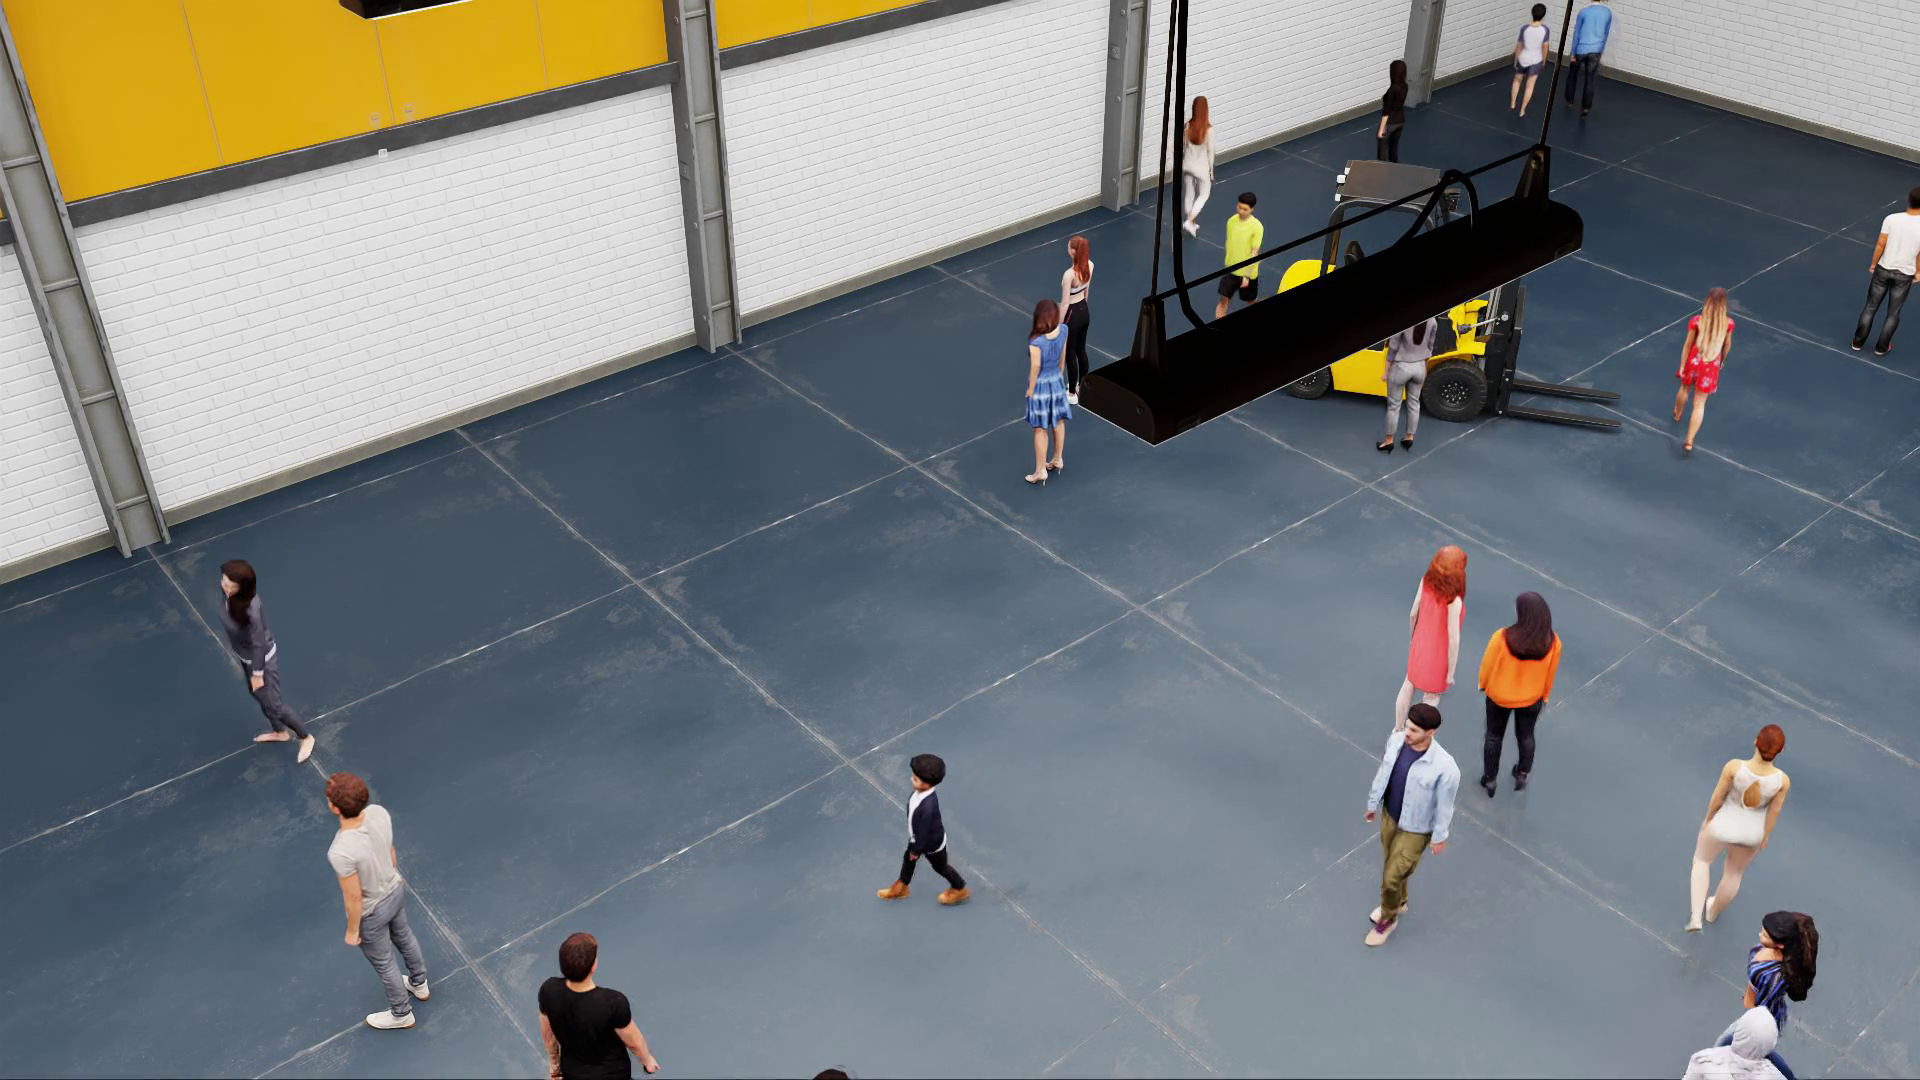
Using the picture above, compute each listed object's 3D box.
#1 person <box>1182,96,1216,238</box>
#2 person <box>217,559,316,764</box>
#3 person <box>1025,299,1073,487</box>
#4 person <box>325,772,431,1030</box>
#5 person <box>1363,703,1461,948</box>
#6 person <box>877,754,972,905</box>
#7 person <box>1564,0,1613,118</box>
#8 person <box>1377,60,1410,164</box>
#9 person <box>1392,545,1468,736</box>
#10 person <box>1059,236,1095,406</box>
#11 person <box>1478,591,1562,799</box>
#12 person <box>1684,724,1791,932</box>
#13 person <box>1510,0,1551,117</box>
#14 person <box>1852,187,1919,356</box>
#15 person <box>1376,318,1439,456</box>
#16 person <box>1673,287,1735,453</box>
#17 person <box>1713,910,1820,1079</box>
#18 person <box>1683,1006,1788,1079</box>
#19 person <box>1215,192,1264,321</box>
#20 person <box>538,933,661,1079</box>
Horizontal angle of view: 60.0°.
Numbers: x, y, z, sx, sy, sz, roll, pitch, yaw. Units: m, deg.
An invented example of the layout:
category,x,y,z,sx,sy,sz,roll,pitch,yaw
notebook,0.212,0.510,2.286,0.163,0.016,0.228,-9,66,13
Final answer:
category,x,y,z,sx,sy,sz,roll,pitch,yaw
person,2.768,-4.373,19.680,0.733,1.698,0.861,20,38,27
person,-5.017,0.808,11.841,0.563,1.746,0.684,-15,36,-21
person,0.771,-1.341,15.022,0.748,1.805,0.544,28,42,35
person,-3.427,2.109,9.747,0.803,1.899,0.701,8,34,12
person,2.859,1.732,10.407,0.768,1.795,0.754,-18,38,-25
person,-0.158,1.892,10.705,0.904,1.200,0.740,-6,34,-9
person,8.825,-6.834,23.306,1.104,1.783,1.231,6,34,10
person,5.503,-5.256,21.062,0.447,1.639,0.645,-26,41,-33
person,3.322,0.815,11.759,0.615,1.826,0.653,-14,36,-20
person,1.139,-2.166,16.320,0.679,1.742,0.513,25,41,32
person,3.790,1.121,11.379,0.782,1.738,0.842,5,34,7
person,4.838,1.856,10.367,0.746,1.634,0.871,12,36,18
person,8.000,-6.717,23.343,0.741,1.547,0.835,14,36,20
person,9.667,-2.786,17.199,0.689,1.801,0.625,21,39,29
person,4.156,-1.562,15.469,0.673,1.678,0.775,-7,34,-10
person,6.953,-1.566,15.595,0.941,1.545,1.168,11,35,16
person,4.501,2.662,9.178,0.923,1.607,1.014,16,37,23
person,3.755,3.104,8.379,0.763,1.756,0.795,13,36,19
person,3.005,-2.865,17.445,0.758,1.661,1.152,25,41,33
person,-1.960,2.823,8.719,0.806,1.848,0.833,11,35,16
